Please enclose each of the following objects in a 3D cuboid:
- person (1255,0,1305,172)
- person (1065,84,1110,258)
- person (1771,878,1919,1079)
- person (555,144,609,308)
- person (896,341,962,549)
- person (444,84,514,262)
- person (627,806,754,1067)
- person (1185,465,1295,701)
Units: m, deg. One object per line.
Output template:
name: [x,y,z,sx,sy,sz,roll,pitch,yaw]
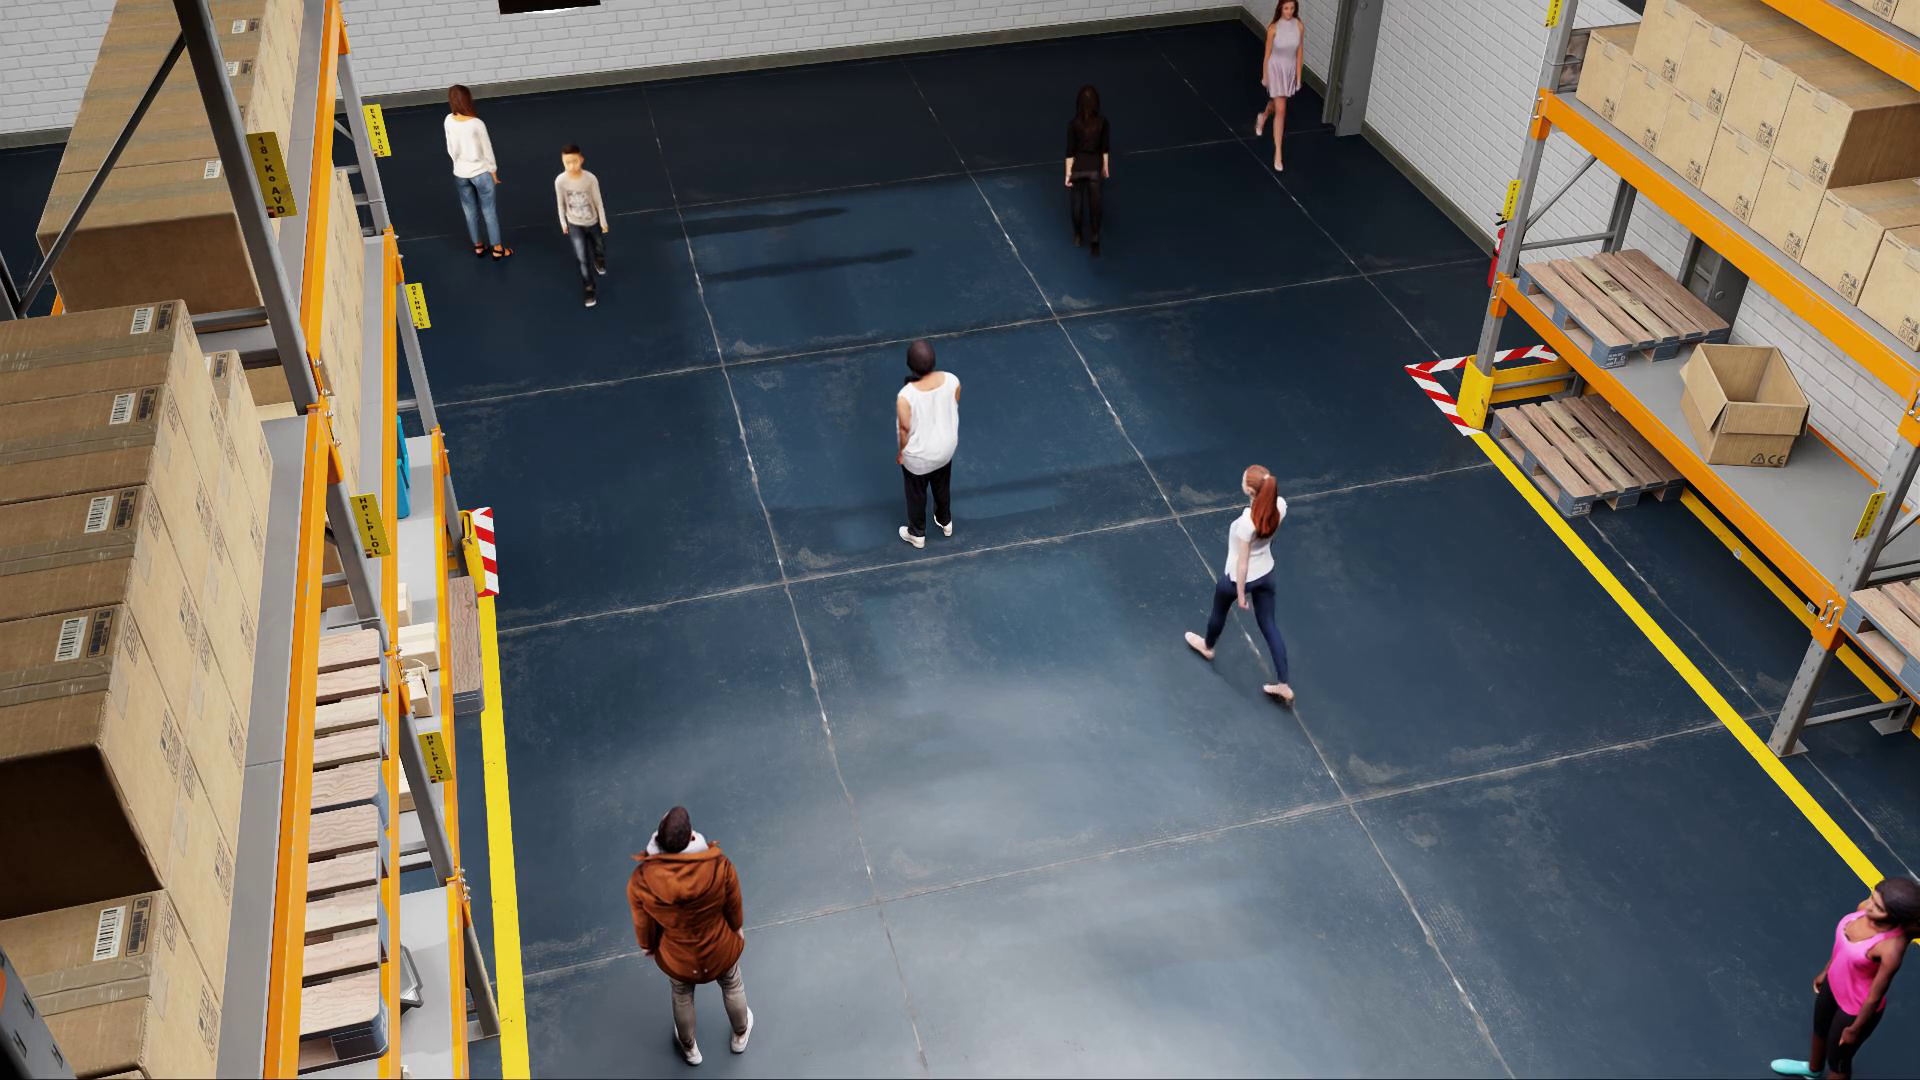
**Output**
person: [3.239,-4.716,16.905,0.614,1.726,1.167,-6,39,-7]
person: [1.186,-3.359,15.283,0.669,1.630,0.949,-4,39,-5]
person: [4.401,2.250,8.190,0.703,1.716,0.600,5,39,6]
person: [-3.339,-2.862,14.809,0.589,1.445,0.937,-7,39,-8]
person: [-0.252,-0.700,11.907,0.721,1.687,0.701,-20,43,-23]
person: [-4.453,-3.359,15.242,0.699,1.680,0.731,14,41,17]
person: [-1.333,2.007,8.396,0.701,1.839,0.685,-8,39,-10]
person: [1.938,0.298,10.650,0.809,1.698,1.202,-22,44,-25]
